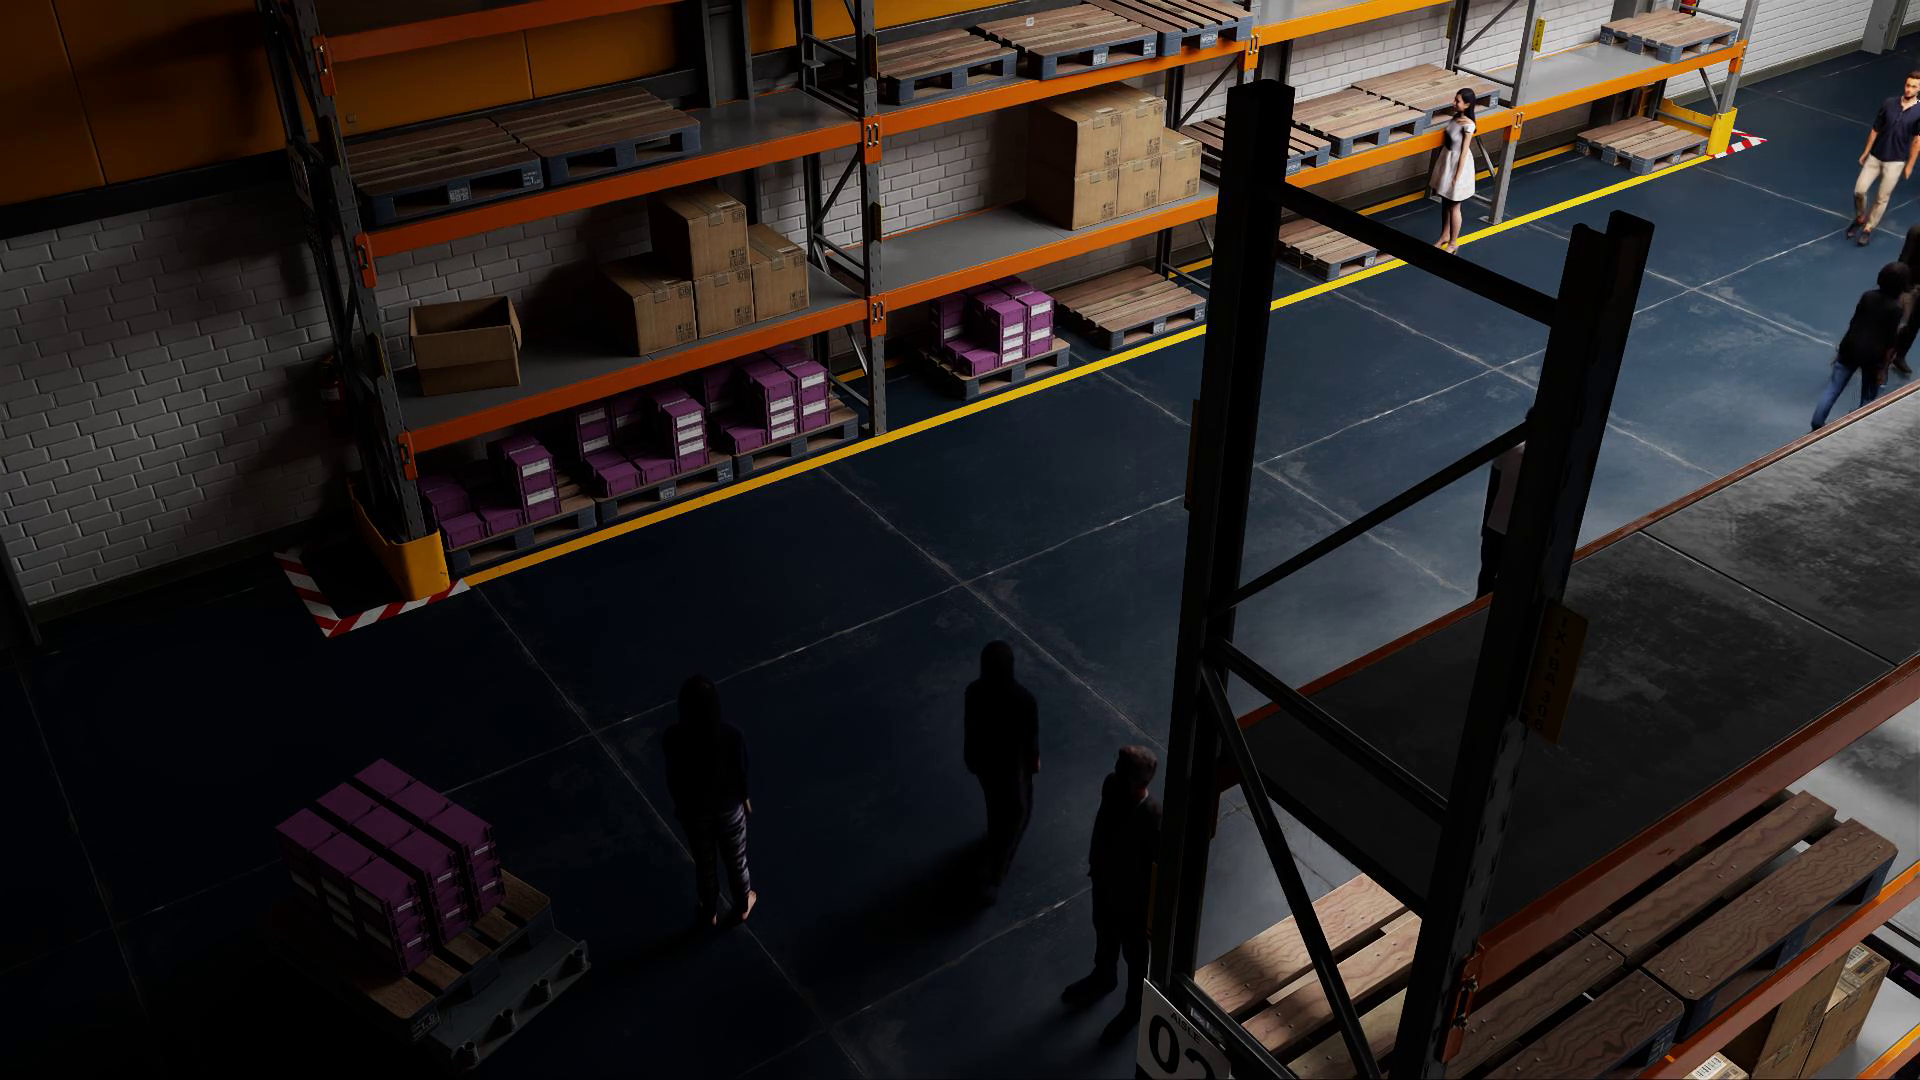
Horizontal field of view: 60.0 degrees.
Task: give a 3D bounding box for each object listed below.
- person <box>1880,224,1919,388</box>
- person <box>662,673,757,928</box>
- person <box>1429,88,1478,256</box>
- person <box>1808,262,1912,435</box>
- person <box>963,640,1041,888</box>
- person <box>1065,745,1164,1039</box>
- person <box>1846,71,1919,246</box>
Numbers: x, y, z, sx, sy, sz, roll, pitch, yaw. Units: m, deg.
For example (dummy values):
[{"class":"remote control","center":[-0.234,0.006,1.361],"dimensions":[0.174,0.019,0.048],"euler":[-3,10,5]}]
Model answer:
[{"class":"person","center":[8.475,-2.247,14.745],"dimensions":[0.963,1.771,1.009],"euler":[-2,34,-3]},{"class":"person","center":[-1.377,1.455,9.208],"dimensions":[0.618,1.734,0.737],"euler":[-3,34,-5]},{"class":"person","center":[5.055,-3.755,17.014],"dimensions":[0.795,1.769,0.774],"euler":[-3,34,-5]},{"class":"person","center":[7.371,-1.463,13.651],"dimensions":[0.774,1.676,0.622],"euler":[-27,42,-35]},{"class":"person","center":[0.219,1.295,9.580],"dimensions":[0.887,1.589,1.115],"euler":[16,37,23]},{"class":"person","center":[0.851,1.780,8.622],"dimensions":[0.595,1.842,0.710],"euler":[-19,38,-26]},{"class":"person","center":[9.660,-3.985,17.290],"dimensions":[0.756,1.848,0.731],"euler":[23,40,31]}]
